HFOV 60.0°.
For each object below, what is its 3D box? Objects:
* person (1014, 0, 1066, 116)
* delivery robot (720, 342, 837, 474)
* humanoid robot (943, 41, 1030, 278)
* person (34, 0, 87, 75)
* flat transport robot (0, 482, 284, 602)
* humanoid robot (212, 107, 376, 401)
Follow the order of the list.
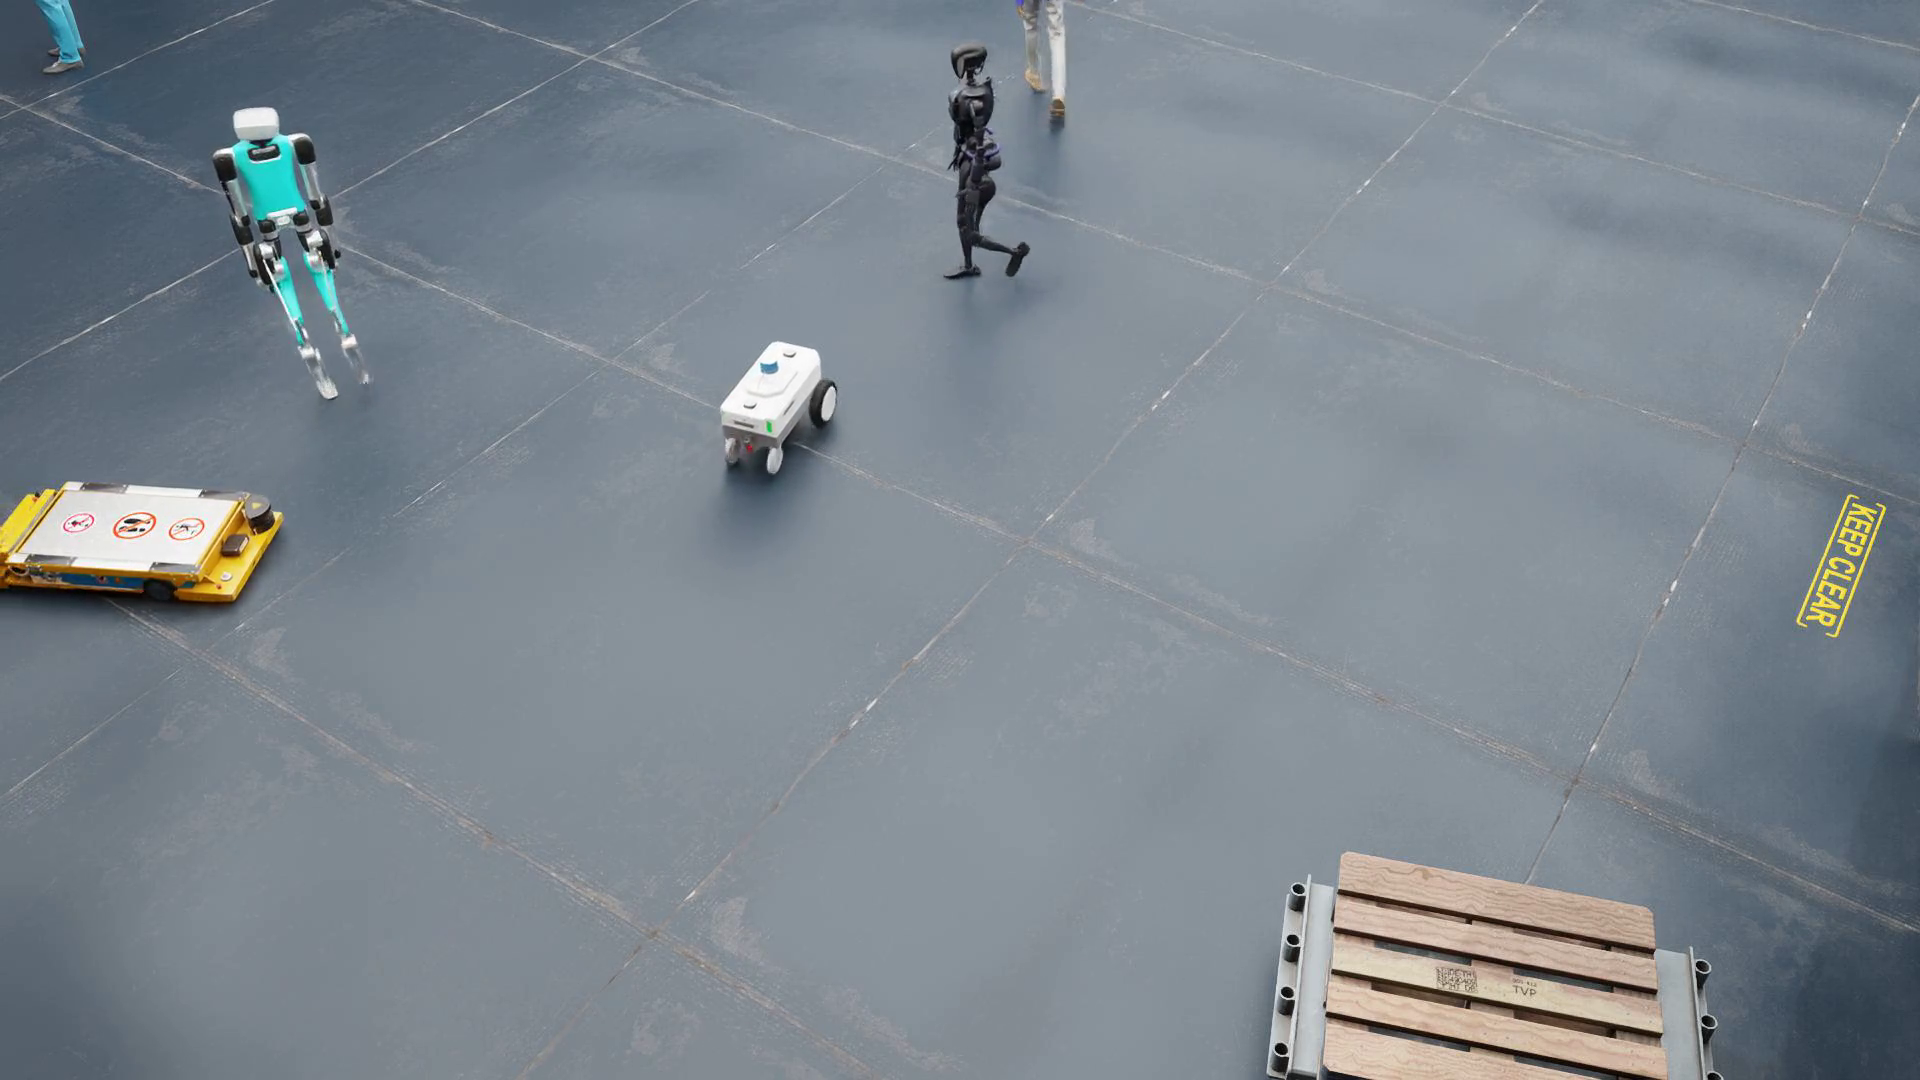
[{"bbox_3d":[0.601,-4.024,12.120,0.511,1.825,0.872,-5,42,-6],"label":"person"},{"bbox_3d":[-1.060,-0.795,9.458,0.499,0.600,0.802,14,44,15],"label":"delivery robot"},{"bbox_3d":[0.161,-2.351,10.355,0.537,1.637,0.589,-9,43,-10],"label":"humanoid robot"},{"bbox_3d":[-7.049,-4.457,12.587,0.391,1.841,0.562,-10,43,-11],"label":"person"},{"bbox_3d":[-4.401,0.006,8.772,1.431,0.231,0.659,4,42,4],"label":"flat transport robot"},{"bbox_3d":[-3.708,-1.491,9.370,0.536,1.813,0.657,-20,46,-21],"label":"humanoid robot"}]
